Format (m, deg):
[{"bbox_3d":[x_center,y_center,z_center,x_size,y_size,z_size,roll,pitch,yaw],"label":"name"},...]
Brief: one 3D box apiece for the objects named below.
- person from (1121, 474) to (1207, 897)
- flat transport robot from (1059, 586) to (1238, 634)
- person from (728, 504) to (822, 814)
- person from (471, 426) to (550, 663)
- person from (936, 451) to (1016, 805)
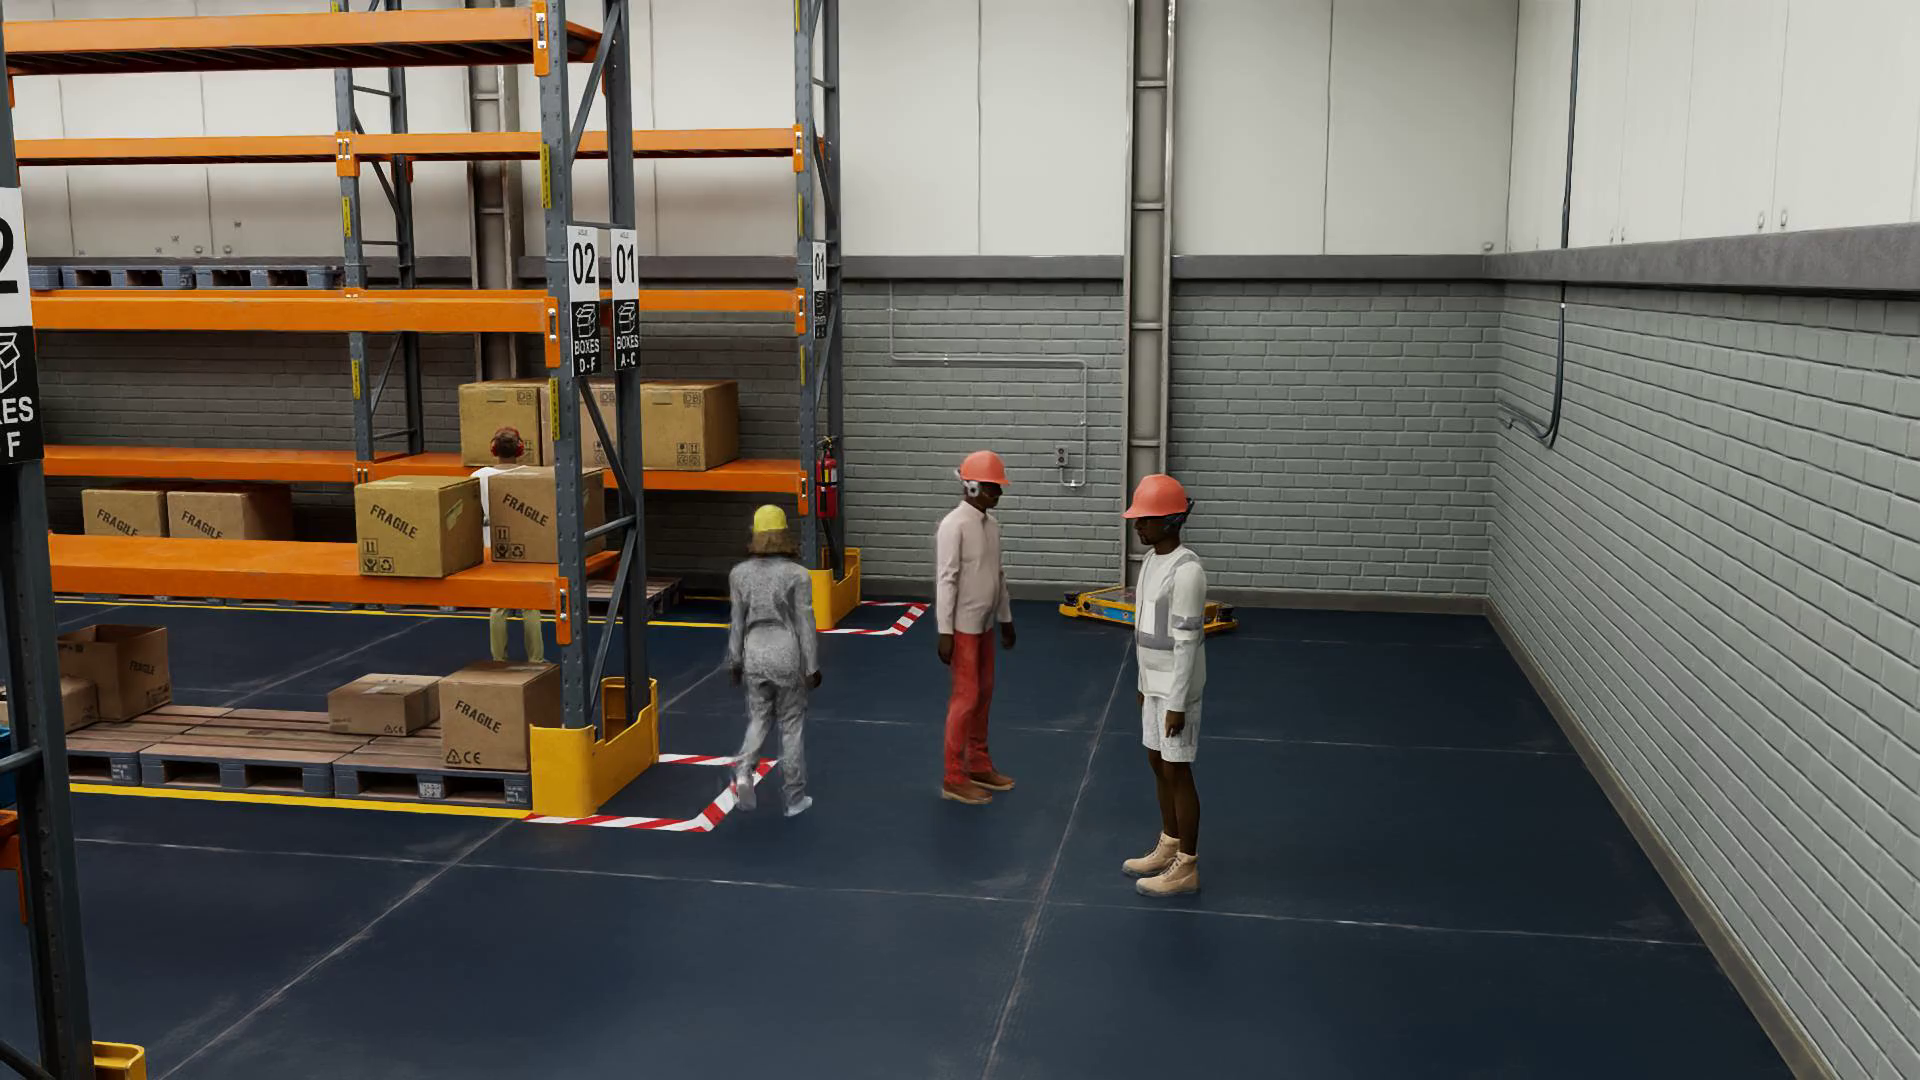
[{"bbox_3d":[0.969,0.696,8.011,0.411,2.036,0.601,-2,9,-14],"label":"person"},{"bbox_3d":[1.585,0.588,14.111,0.652,0.197,1.431,-9,13,-43],"label":"flat transport robot"},{"bbox_3d":[-1.034,0.674,9.099,0.515,1.722,0.526,3,10,19],"label":"person"},{"bbox_3d":[-3.325,0.085,12.346,0.566,1.849,0.387,-1,9,-5],"label":"person"},{"bbox_3d":[0.086,0.480,9.483,0.427,1.982,0.657,4,10,26],"label":"person"}]
